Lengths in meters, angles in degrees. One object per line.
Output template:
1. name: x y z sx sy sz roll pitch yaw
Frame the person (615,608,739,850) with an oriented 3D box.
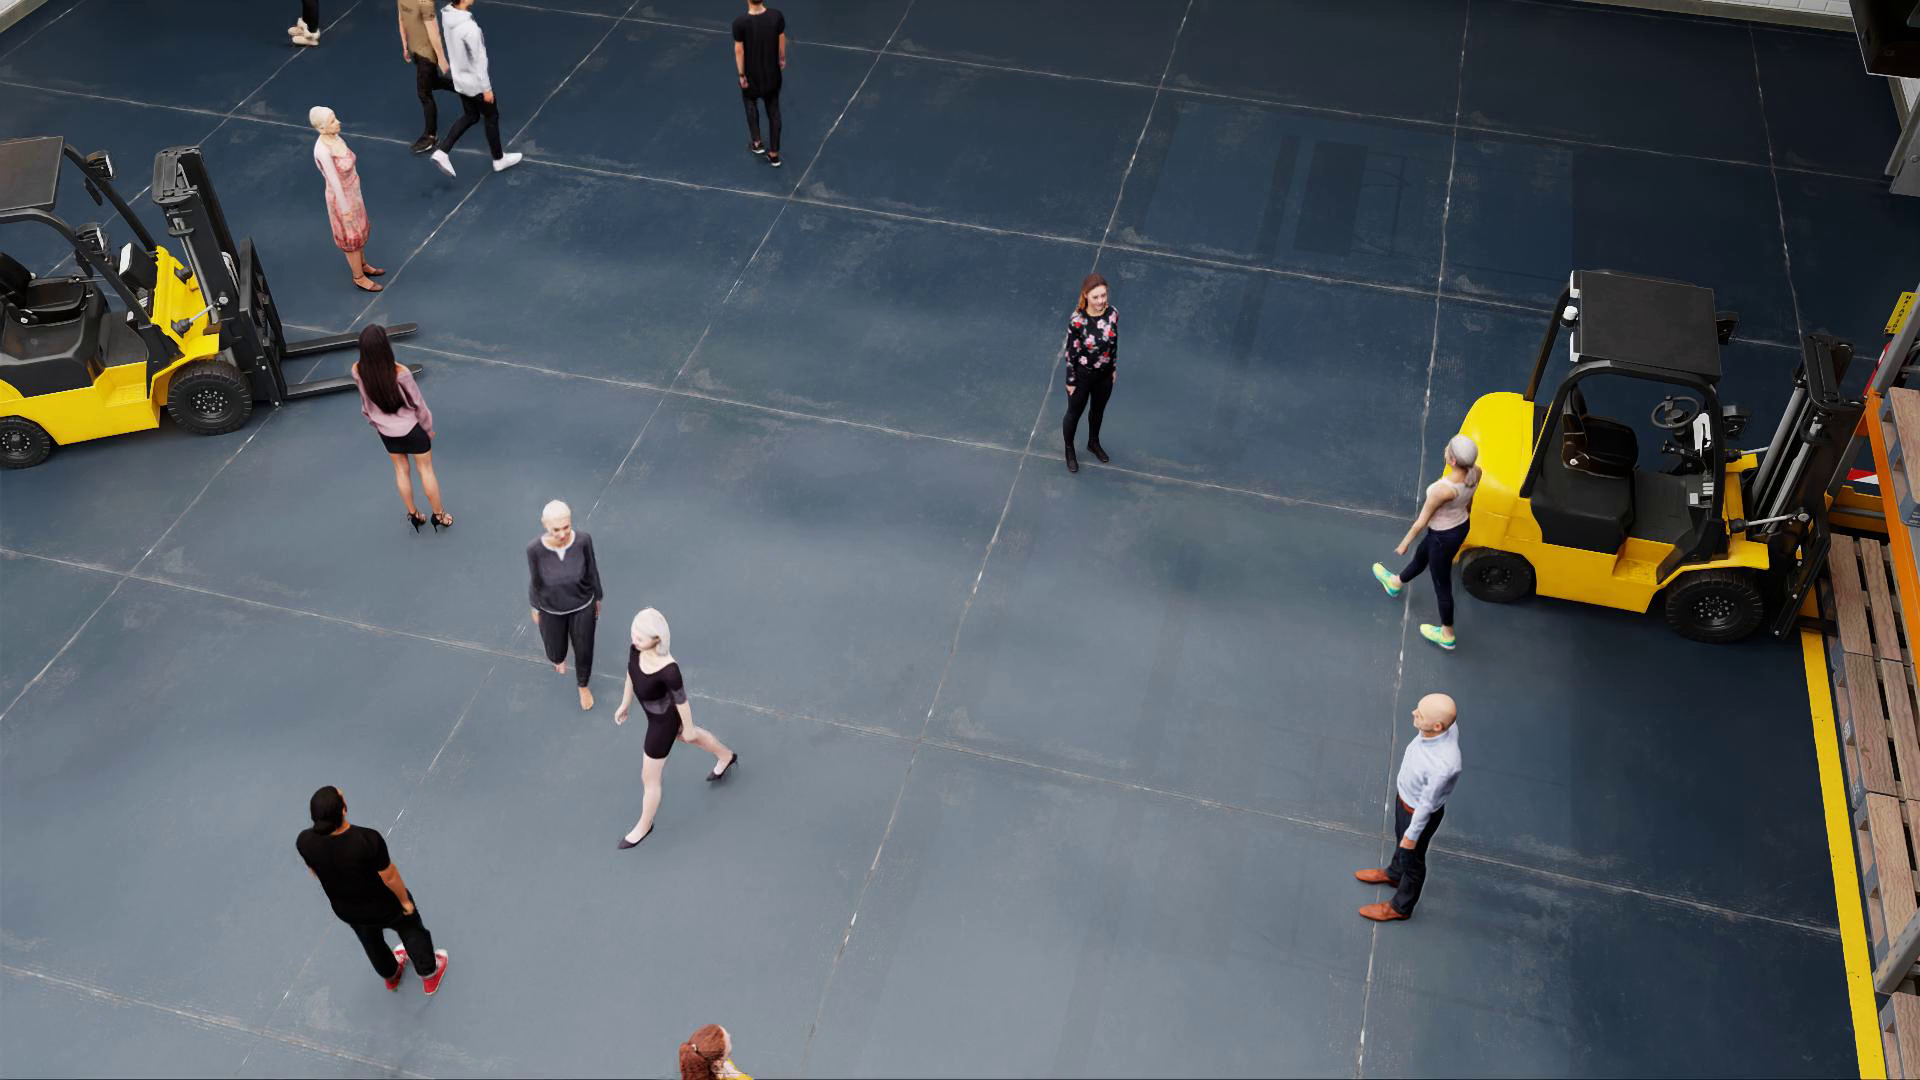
1. person: -1.691 1.013 9.933 1.223 1.782 1.074 -28 50 -26

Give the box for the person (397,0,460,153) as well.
1. person: -5.033 -4.679 15.876 1.055 1.825 1.272 34 53 30

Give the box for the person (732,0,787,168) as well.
1. person: -1.814 -4.346 15.509 0.856 1.849 0.908 -14 45 -15

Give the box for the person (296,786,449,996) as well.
1. person: -3.210 1.960 8.958 0.725 1.754 0.718 0 44 0

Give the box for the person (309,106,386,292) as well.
1. person: -5.228 -2.899 14.105 0.735 1.691 0.627 -5 44 -5

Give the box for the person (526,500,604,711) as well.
1. person: -2.541 0.341 10.691 0.810 1.708 0.880 -10 45 -10

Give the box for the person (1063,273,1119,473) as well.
1. person: 0.970 -1.260 12.390 0.651 1.684 0.694 -18 46 -18

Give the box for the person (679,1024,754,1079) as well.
1. person: -1.160 2.905 7.990 1.215 1.721 0.984 -34 53 -30

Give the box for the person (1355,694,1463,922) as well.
1. person: 2.589 1.509 9.406 0.723 1.790 0.550 4 44 5

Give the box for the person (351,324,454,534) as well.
1. person: -3.950 -0.768 11.781 0.645 1.811 0.568 5 44 5

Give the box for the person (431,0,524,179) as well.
1. person: -4.579 -4.191 15.309 1.225 1.900 1.064 -32 52 -29

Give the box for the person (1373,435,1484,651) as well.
1. person: 3.262 0.049 11.030 1.080 1.664 1.048 -30 51 -28
